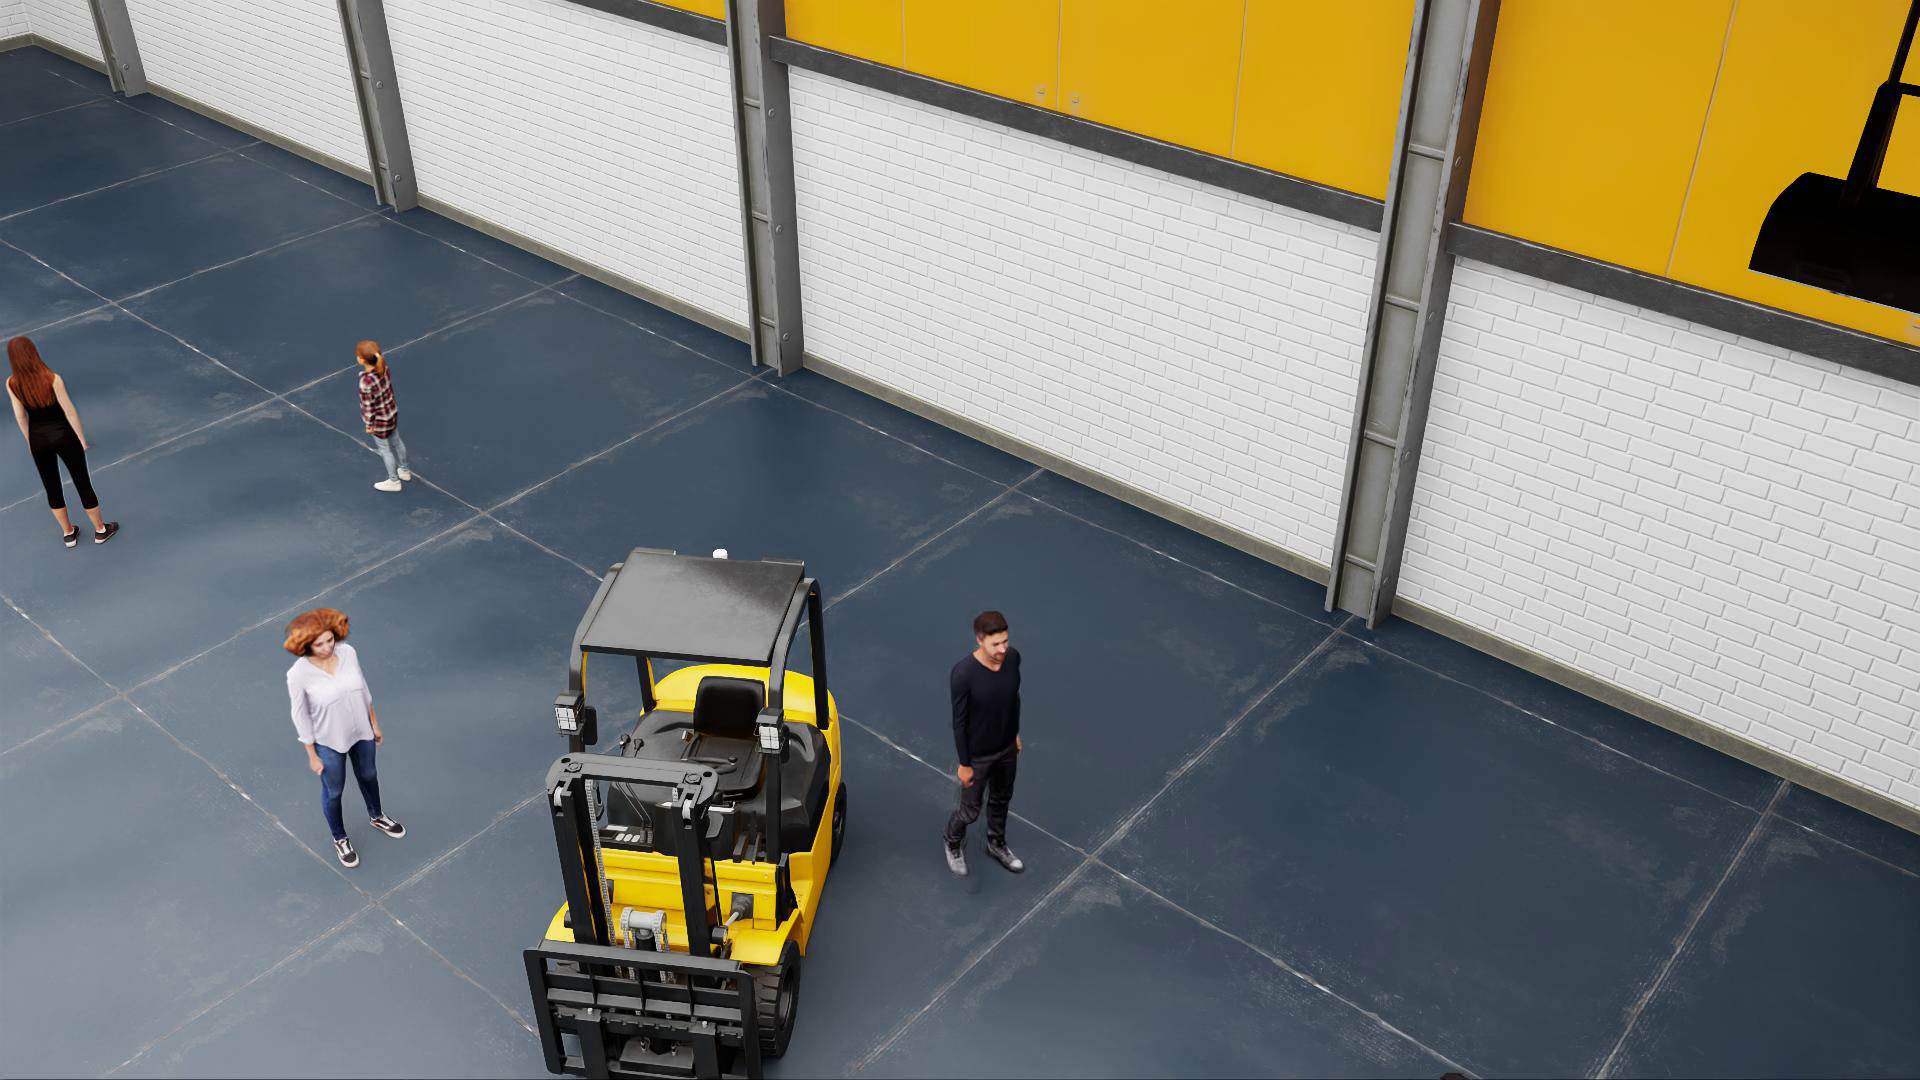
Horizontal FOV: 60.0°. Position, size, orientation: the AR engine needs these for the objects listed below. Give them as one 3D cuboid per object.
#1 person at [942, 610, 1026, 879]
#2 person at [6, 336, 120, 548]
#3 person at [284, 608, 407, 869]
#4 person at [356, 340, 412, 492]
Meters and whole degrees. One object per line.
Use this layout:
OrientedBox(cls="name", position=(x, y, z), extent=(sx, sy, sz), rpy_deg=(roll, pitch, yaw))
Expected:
OrientedBox(cls="person", position=(0.127, 1.153, 9.509), extent=(0.721, 1.886, 0.773), rpy_deg=(-23, 40, -31))
OrientedBox(cls="person", position=(-6.817, -0.739, 12.501), extent=(0.642, 1.726, 0.695), rpy_deg=(-4, 34, -6))
OrientedBox(cls="person", position=(-3.636, 1.114, 9.727), extent=(0.567, 1.709, 0.625), rpy_deg=(25, 41, 33))
OrientedBox(cls="person", position=(-4.608, -1.001, 13.273), extent=(0.628, 1.305, 0.605), rpy_deg=(10, 35, 14))
